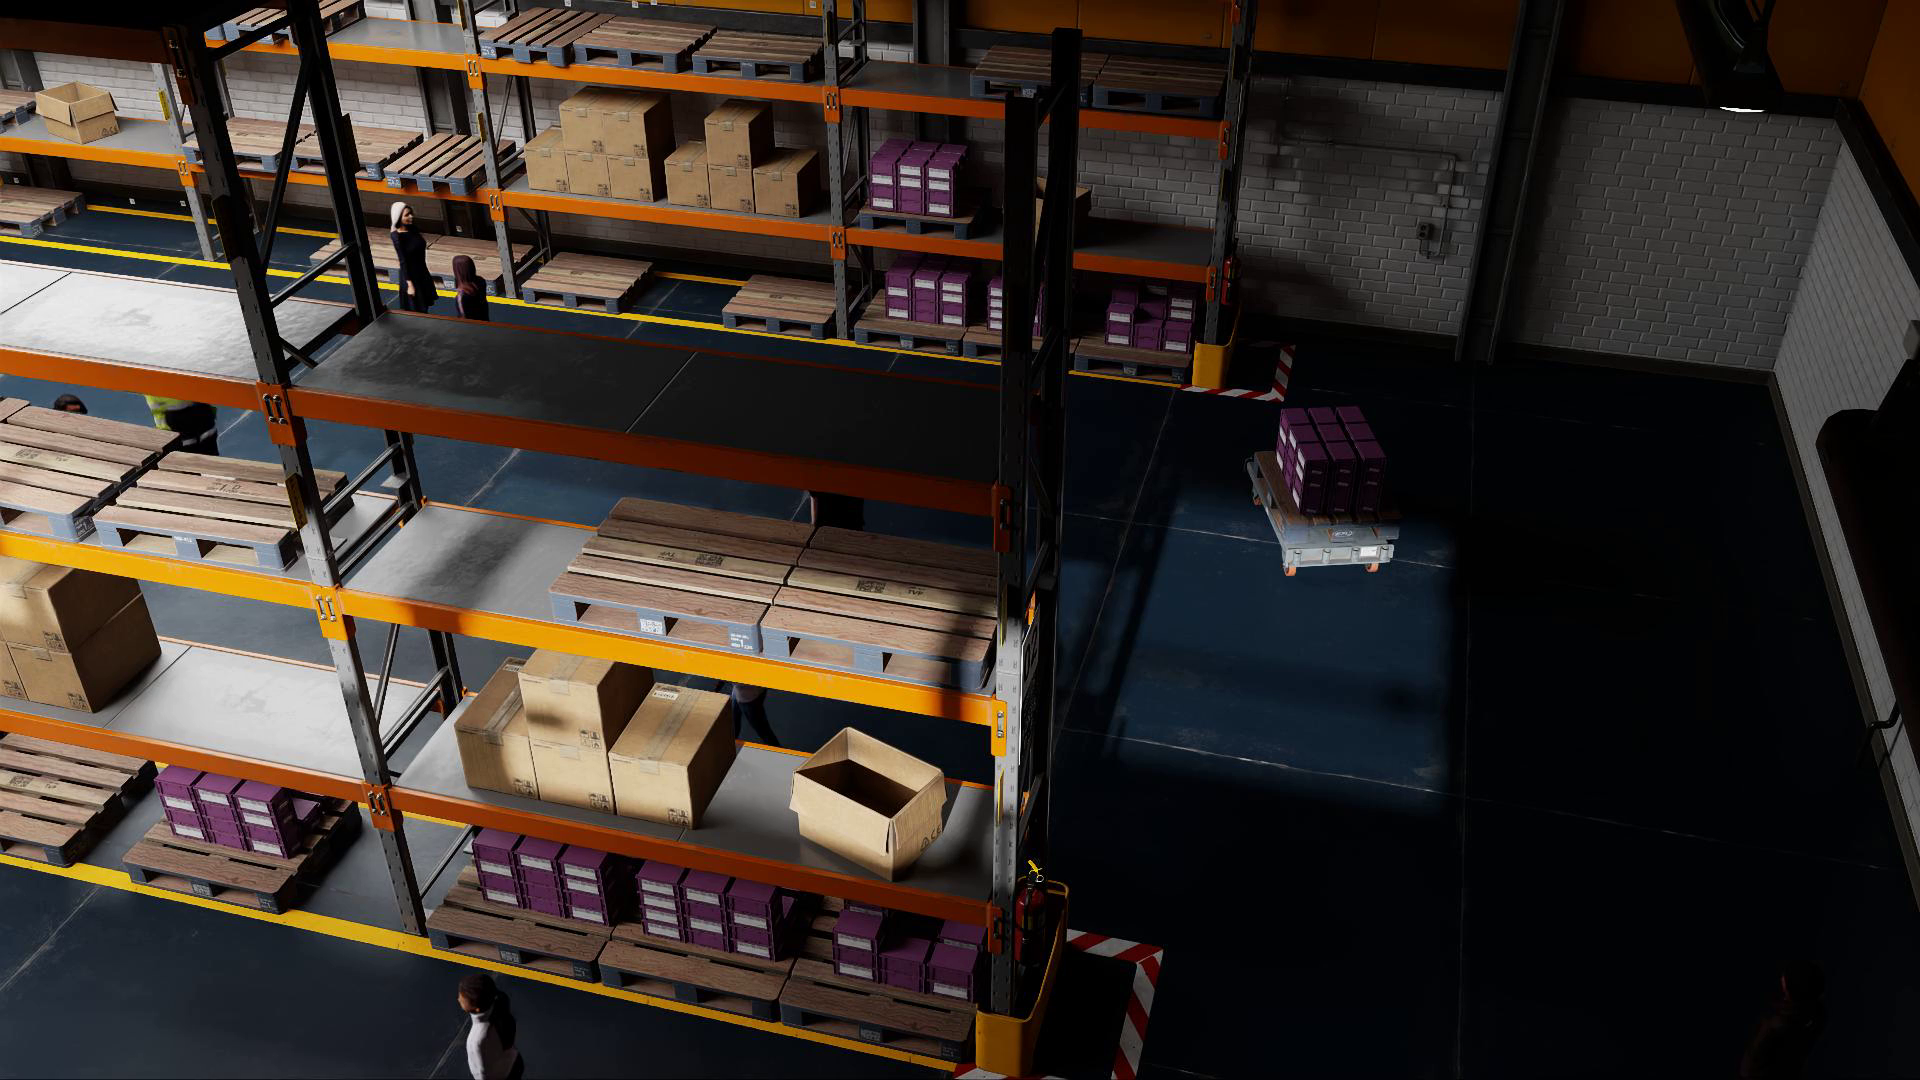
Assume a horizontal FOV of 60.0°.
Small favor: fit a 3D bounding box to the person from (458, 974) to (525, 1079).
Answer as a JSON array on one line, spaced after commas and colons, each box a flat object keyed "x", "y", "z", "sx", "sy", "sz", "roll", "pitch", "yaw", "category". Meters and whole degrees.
[{"x": -2.433, "y": 2.947, "z": 9.101, "sx": 0.980, "sy": 1.534, "sz": 0.639, "roll": 1, "pitch": 34, "yaw": 2, "category": "person"}]

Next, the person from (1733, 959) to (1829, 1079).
[{"x": 4.385, "y": 2.917, "z": 9.030, "sx": 0.719, "sy": 1.663, "sz": 0.778, "roll": 14, "pitch": 36, "yaw": 20, "category": "person"}]

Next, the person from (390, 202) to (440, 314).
[{"x": -5.702, "y": -2.713, "z": 17.425, "sx": 0.576, "sy": 1.747, "sz": 0.606, "roll": 6, "pitch": 34, "yaw": 9, "category": "person"}]

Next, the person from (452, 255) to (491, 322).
[{"x": -4.841, "y": -2.101, "z": 16.630, "sx": 0.501, "sy": 1.606, "sz": 0.586, "roll": 8, "pitch": 34, "yaw": 12, "category": "person"}]
